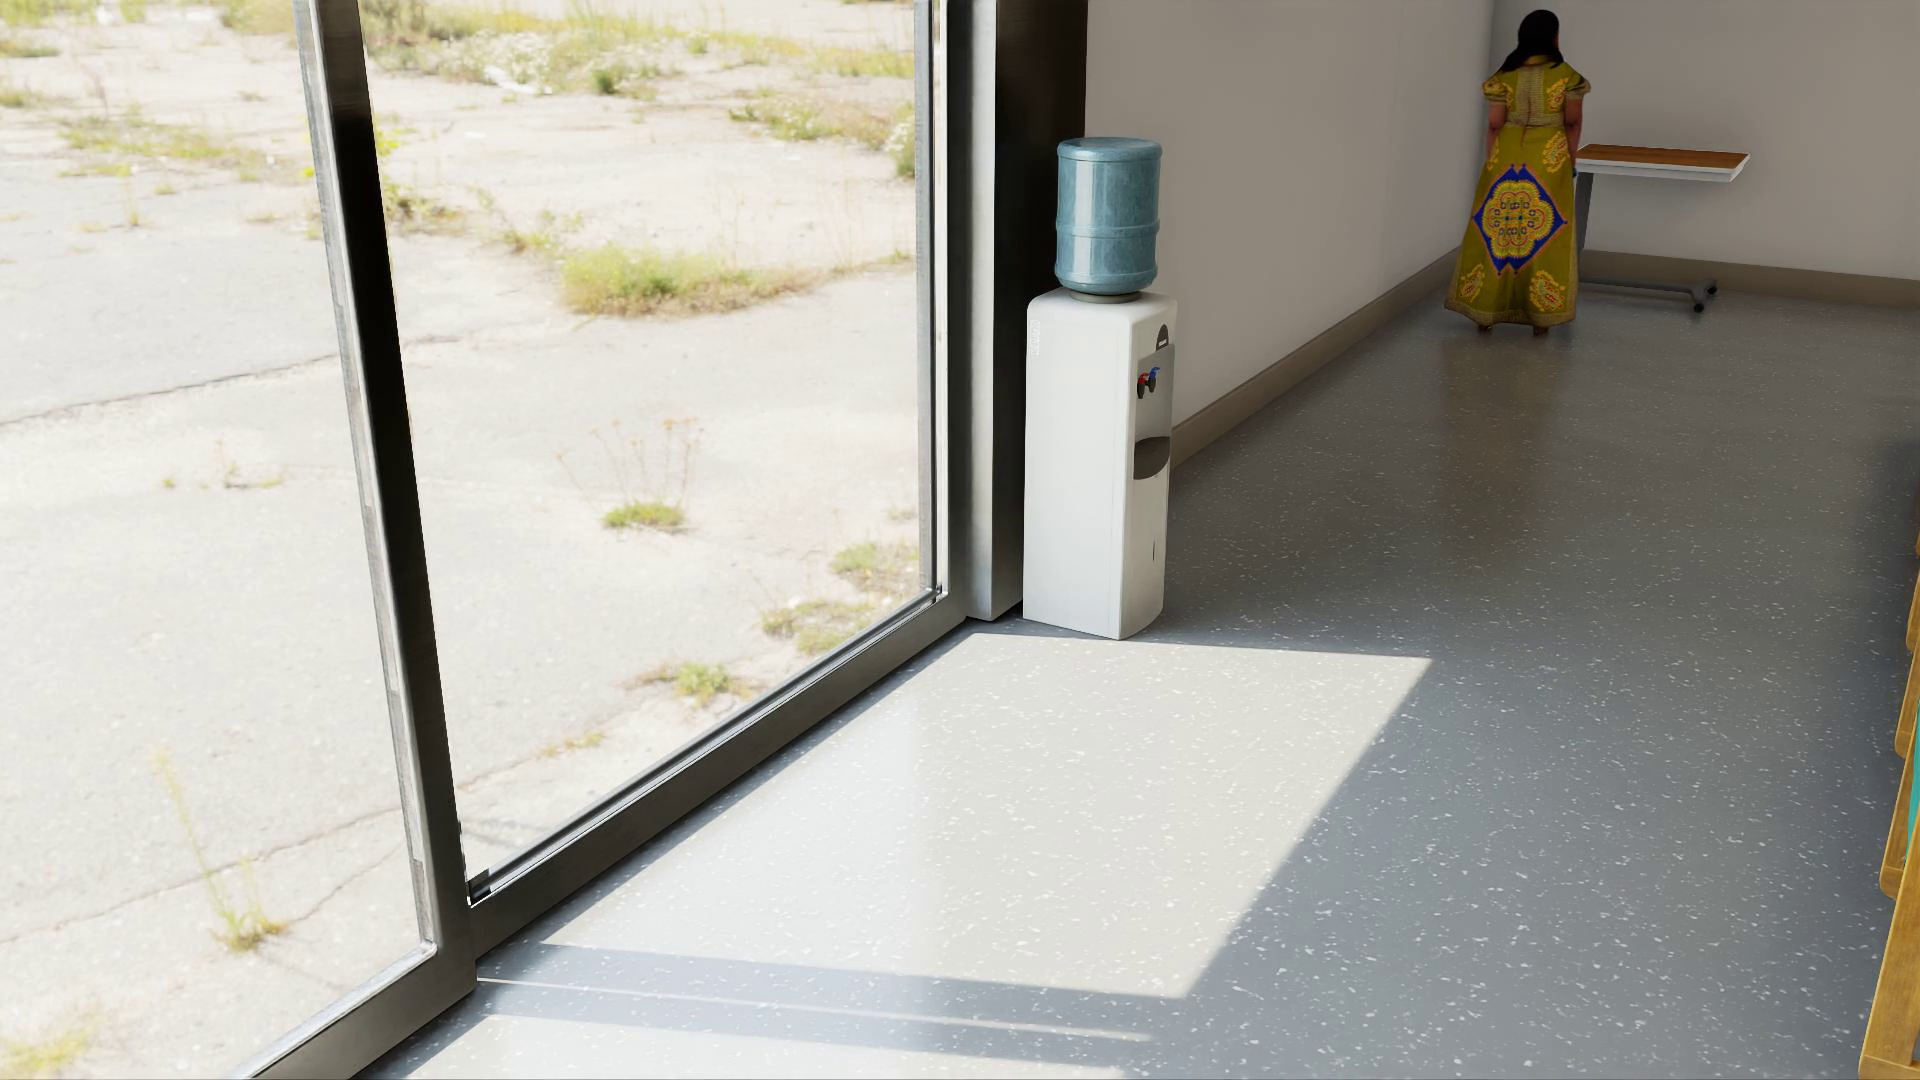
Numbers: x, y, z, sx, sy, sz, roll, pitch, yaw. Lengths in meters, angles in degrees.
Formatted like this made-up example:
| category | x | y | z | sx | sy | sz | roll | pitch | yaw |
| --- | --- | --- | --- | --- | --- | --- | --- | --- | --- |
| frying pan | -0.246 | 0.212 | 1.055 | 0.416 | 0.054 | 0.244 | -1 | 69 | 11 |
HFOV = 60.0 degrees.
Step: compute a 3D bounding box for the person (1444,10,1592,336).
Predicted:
| category | x | y | z | sx | sy | sz | roll | pitch | yaw |
| --- | --- | --- | --- | --- | --- | --- | --- | --- | --- |
| person | 2.969 | -1.915 | 8.707 | 0.774 | 1.659 | 0.960 | 8 | 22 | 20 |
